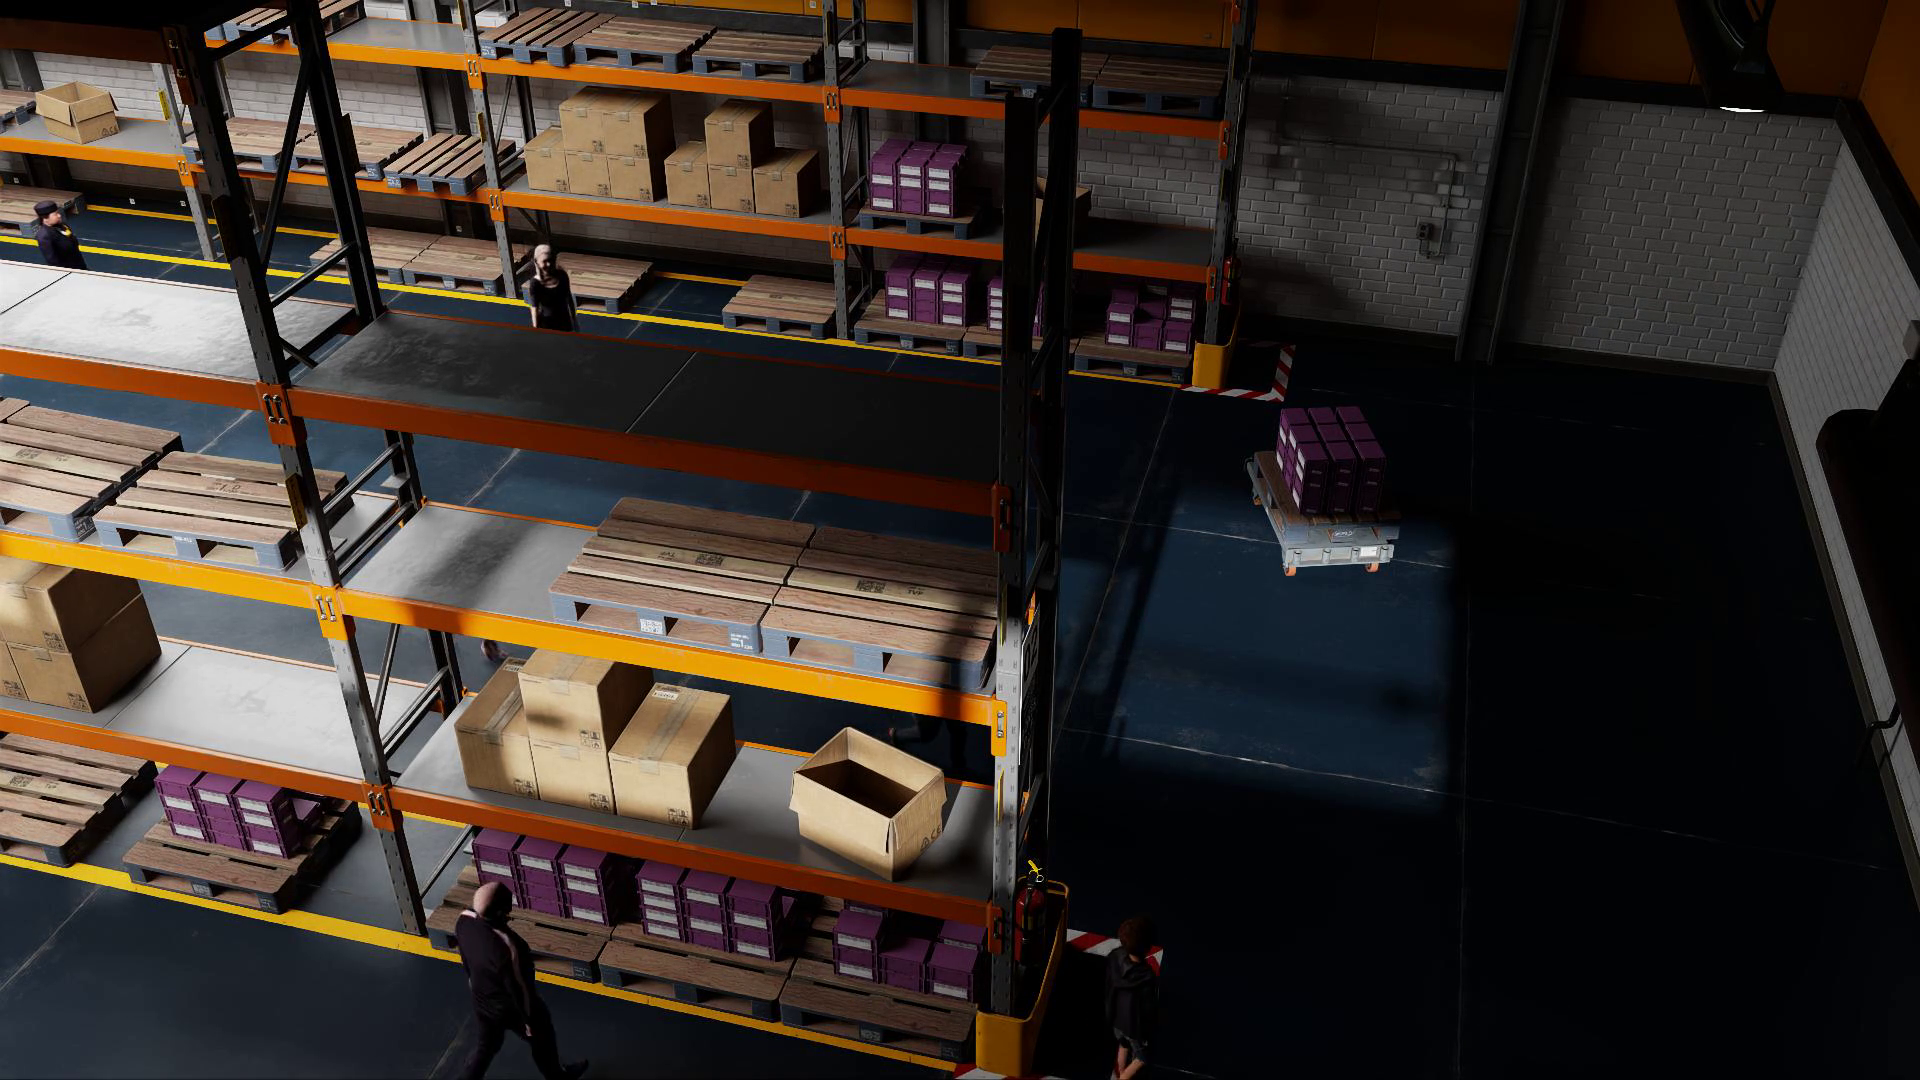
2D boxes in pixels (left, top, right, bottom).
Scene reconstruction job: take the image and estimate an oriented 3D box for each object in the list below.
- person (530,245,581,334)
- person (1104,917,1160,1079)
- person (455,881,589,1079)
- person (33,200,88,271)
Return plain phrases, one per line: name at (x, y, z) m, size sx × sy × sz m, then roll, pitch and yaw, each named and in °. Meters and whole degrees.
person at (-4.023, -2.112, 16.465) m, size 0.973 × 1.808 × 0.839 m, roll 26°, pitch 41°, yaw 33°
person at (0.934, 2.745, 9.493) m, size 0.804 × 1.437 × 0.782 m, roll -25°, pitch 41°, yaw -33°
person at (-2.604, 2.652, 9.297) m, size 1.192 × 1.809 × 1.044 m, roll 23°, pitch 40°, yaw 30°
person at (-9.442, -2.785, 17.602) m, size 0.742 × 1.671 × 0.768 m, roll -2°, pitch 34°, yaw -3°
